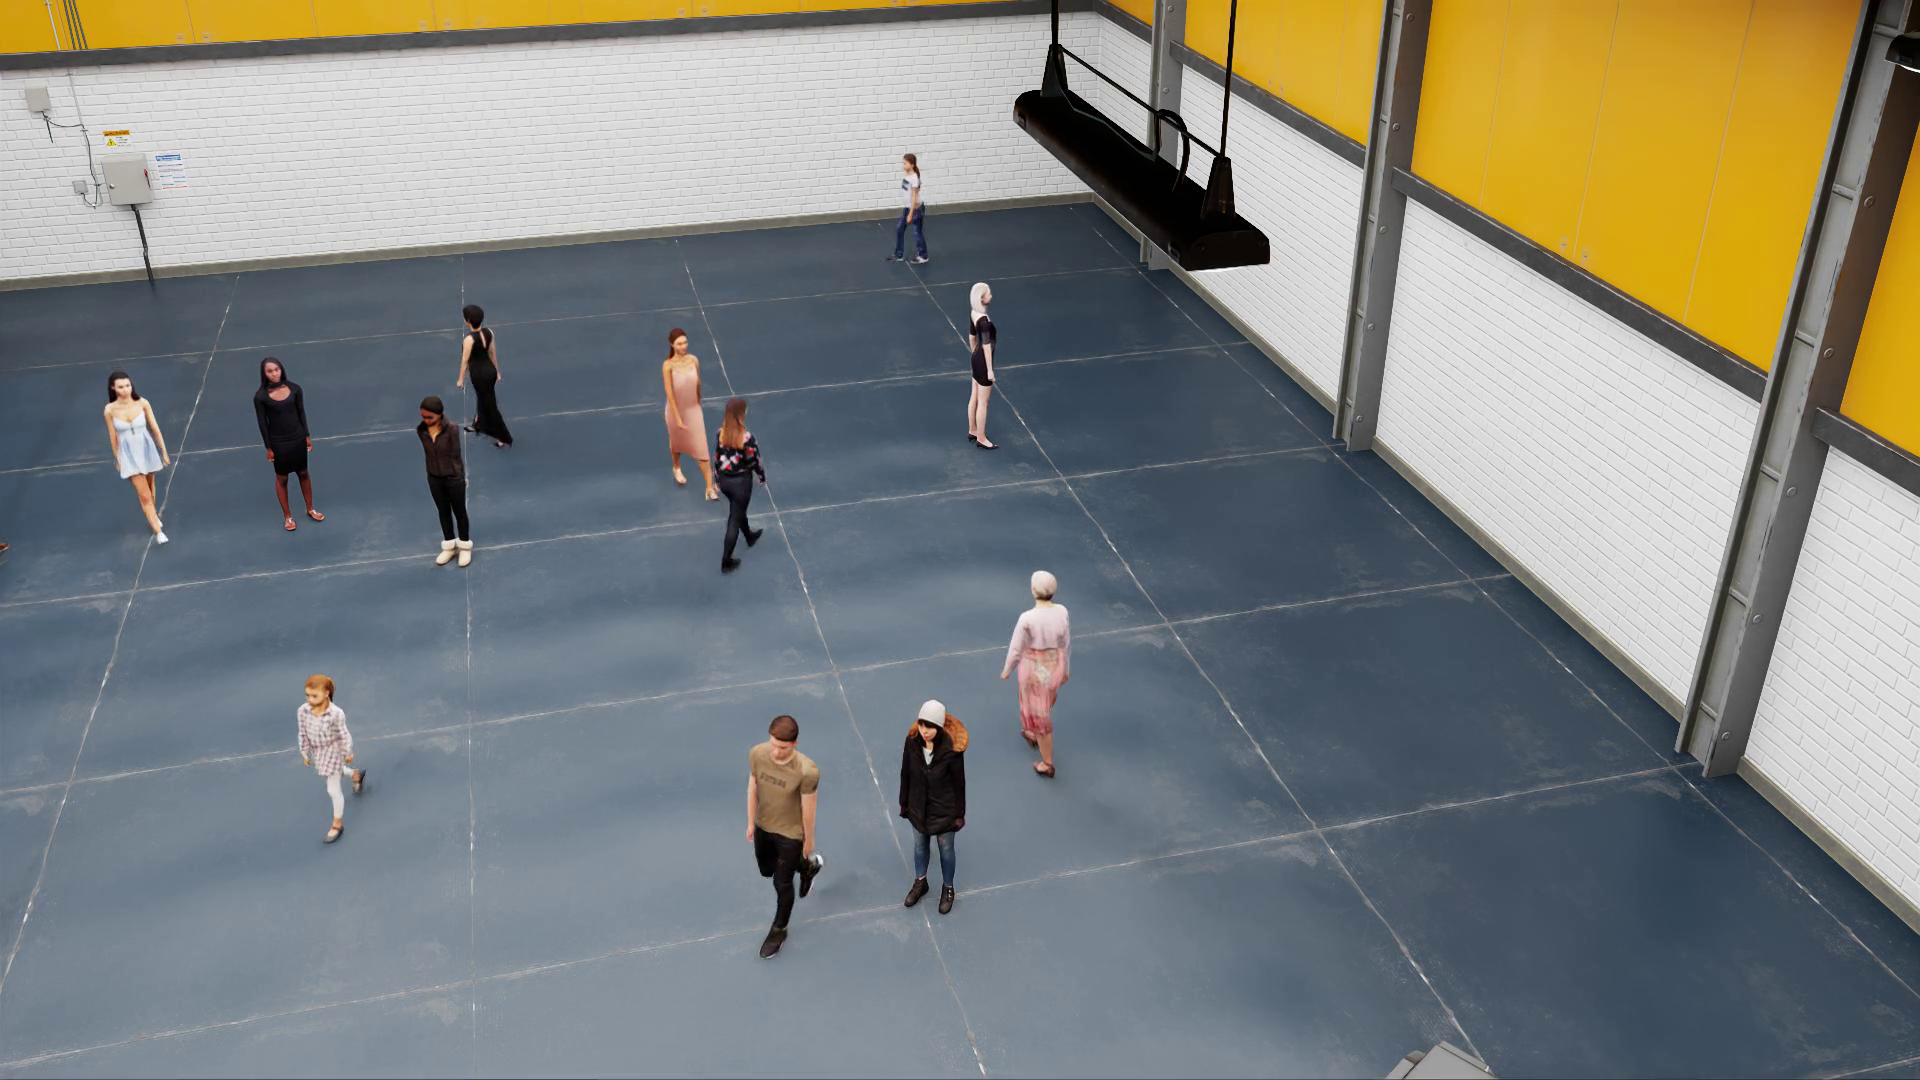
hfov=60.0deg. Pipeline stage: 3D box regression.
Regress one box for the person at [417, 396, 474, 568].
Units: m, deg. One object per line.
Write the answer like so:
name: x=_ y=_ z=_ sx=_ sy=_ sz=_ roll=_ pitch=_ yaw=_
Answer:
person: x=-4.772 y=-0.590 z=15.452 sx=0.716 sy=1.659 sz=0.658 roll=-6 pitch=29 yaw=-12

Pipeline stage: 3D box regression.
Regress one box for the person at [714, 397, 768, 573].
person: x=-2.101 y=-0.470 z=15.242 sx=0.958 sy=1.650 sz=0.991 roll=17 pitch=33 yaw=28

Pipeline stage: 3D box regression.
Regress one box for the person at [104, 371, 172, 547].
person: x=-7.850 y=-0.823 z=15.850 sx=0.938 sy=1.688 sz=1.193 roll=-22 pitch=36 yaw=-35

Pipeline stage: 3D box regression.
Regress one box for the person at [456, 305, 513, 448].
person: x=-4.956 y=-1.685 z=17.549 sx=0.935 sy=1.574 sz=0.954 roll=9 pitch=30 yaw=15

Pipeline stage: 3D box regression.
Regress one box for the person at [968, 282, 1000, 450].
person: x=0.232 y=-1.849 z=17.582 sx=0.668 sy=1.830 sz=0.456 roll=-10 pitch=30 yaw=-18

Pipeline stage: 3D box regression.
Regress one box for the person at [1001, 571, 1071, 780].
person: x=0.655 y=1.047 z=12.443 sx=0.738 sy=1.666 sz=0.925 roll=-16 pitch=33 yaw=-27

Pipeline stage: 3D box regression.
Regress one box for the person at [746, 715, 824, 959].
person: x=-1.097 y=1.837 z=10.830 sx=1.061 sy=1.825 sz=1.123 roll=17 pitch=33 yaw=28

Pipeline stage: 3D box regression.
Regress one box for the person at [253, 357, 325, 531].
person: x=-6.495 y=-0.950 z=16.049 sx=0.684 sy=1.720 sz=0.668 roll=-23 pitch=36 yaw=-36

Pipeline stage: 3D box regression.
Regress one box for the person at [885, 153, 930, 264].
person: x=-0.580 y=-4.554 z=22.841 sx=0.709 sy=1.543 sz=0.816 roll=-13 pitch=31 yaw=-23

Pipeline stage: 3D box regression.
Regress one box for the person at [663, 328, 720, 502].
person: x=-2.801 y=-1.274 z=16.584 sx=0.790 sy=1.775 sz=1.206 roll=-17 pitch=33 yaw=-28

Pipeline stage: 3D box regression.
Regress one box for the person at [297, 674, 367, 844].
person: x=-4.536 y=1.491 z=12.017 sx=0.797 sy=1.295 sz=0.976 roll=6 pitch=29 yaw=12

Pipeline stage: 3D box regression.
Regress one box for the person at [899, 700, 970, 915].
person: x=-0.176 y=1.773 z=11.146 sx=0.745 sy=1.634 sz=0.781 roll=10 pitch=30 yaw=17
